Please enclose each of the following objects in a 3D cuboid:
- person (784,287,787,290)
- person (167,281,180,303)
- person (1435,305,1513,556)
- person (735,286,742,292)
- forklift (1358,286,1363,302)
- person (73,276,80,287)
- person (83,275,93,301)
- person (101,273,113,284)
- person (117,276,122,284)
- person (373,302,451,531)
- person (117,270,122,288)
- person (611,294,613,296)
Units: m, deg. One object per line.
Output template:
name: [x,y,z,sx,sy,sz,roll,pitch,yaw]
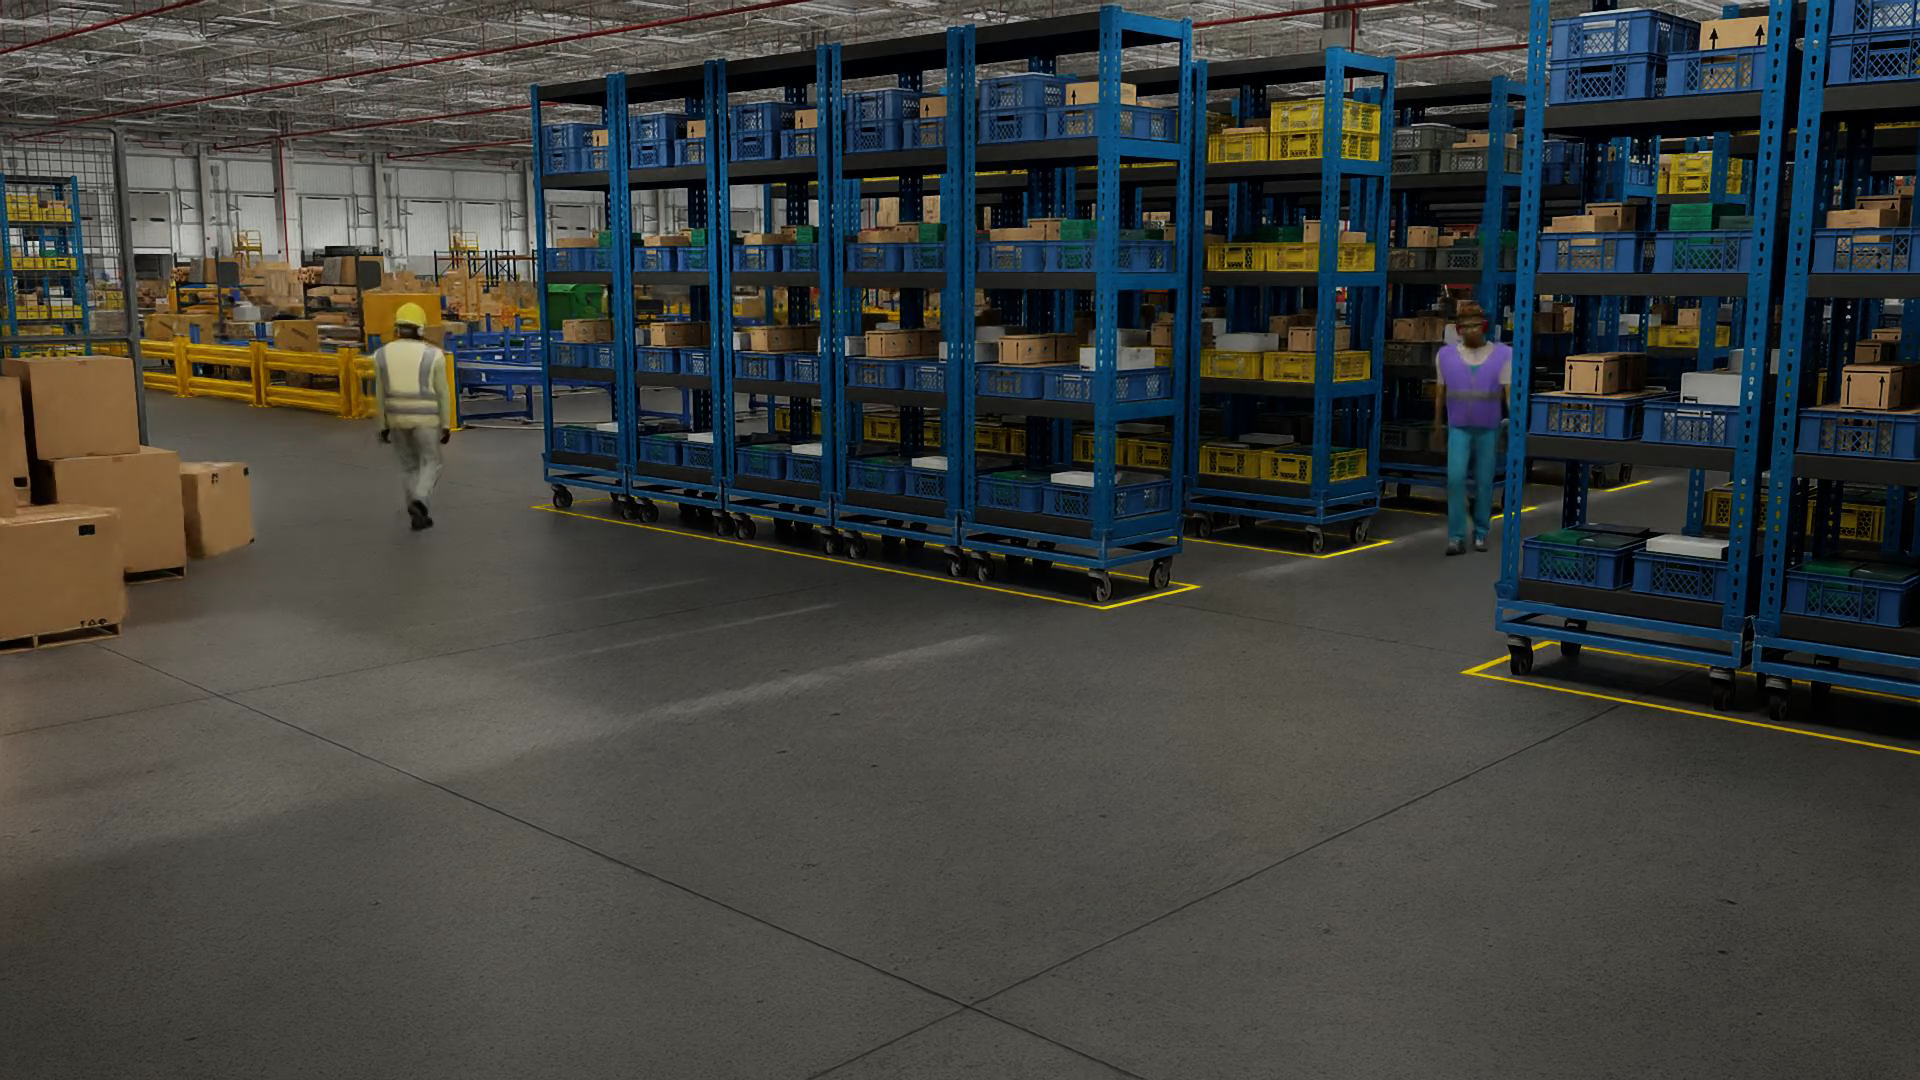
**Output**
person: [-8.354,-12.068,80.989,0.910,1.899,0.560,-5,10,-28]
person: [-20.163,-5.791,42.850,0.299,1.772,0.529,4,10,25]
person: [3.706,-0.775,11.985,0.609,1.797,0.836,3,10,20]
person: [-8.165,-8.843,61.497,0.870,1.802,0.604,-2,9,-11]
forklift: [11.100,-7.017,46.970,1.873,2.768,1.129,9,13,43]
person: [-37.517,-10.401,70.767,1.023,1.891,0.632,-6,11,-34]
person: [-29.646,-8.057,56.486,0.328,1.861,0.502,1,9,8]
person: [-38.379,-11.076,74.855,0.936,1.892,0.624,4,10,21]
person: [-33.505,-9.732,66.512,0.631,1.936,1.051,5,11,30]
person: [-4.278,-0.945,13.008,0.594,1.816,0.543,1,9,4]
person: [-26.229,-7.462,52.252,0.615,2.043,0.373,3,10,20]
person: [-10.878,-7.362,52.823,0.877,1.653,0.551,9,13,43]
